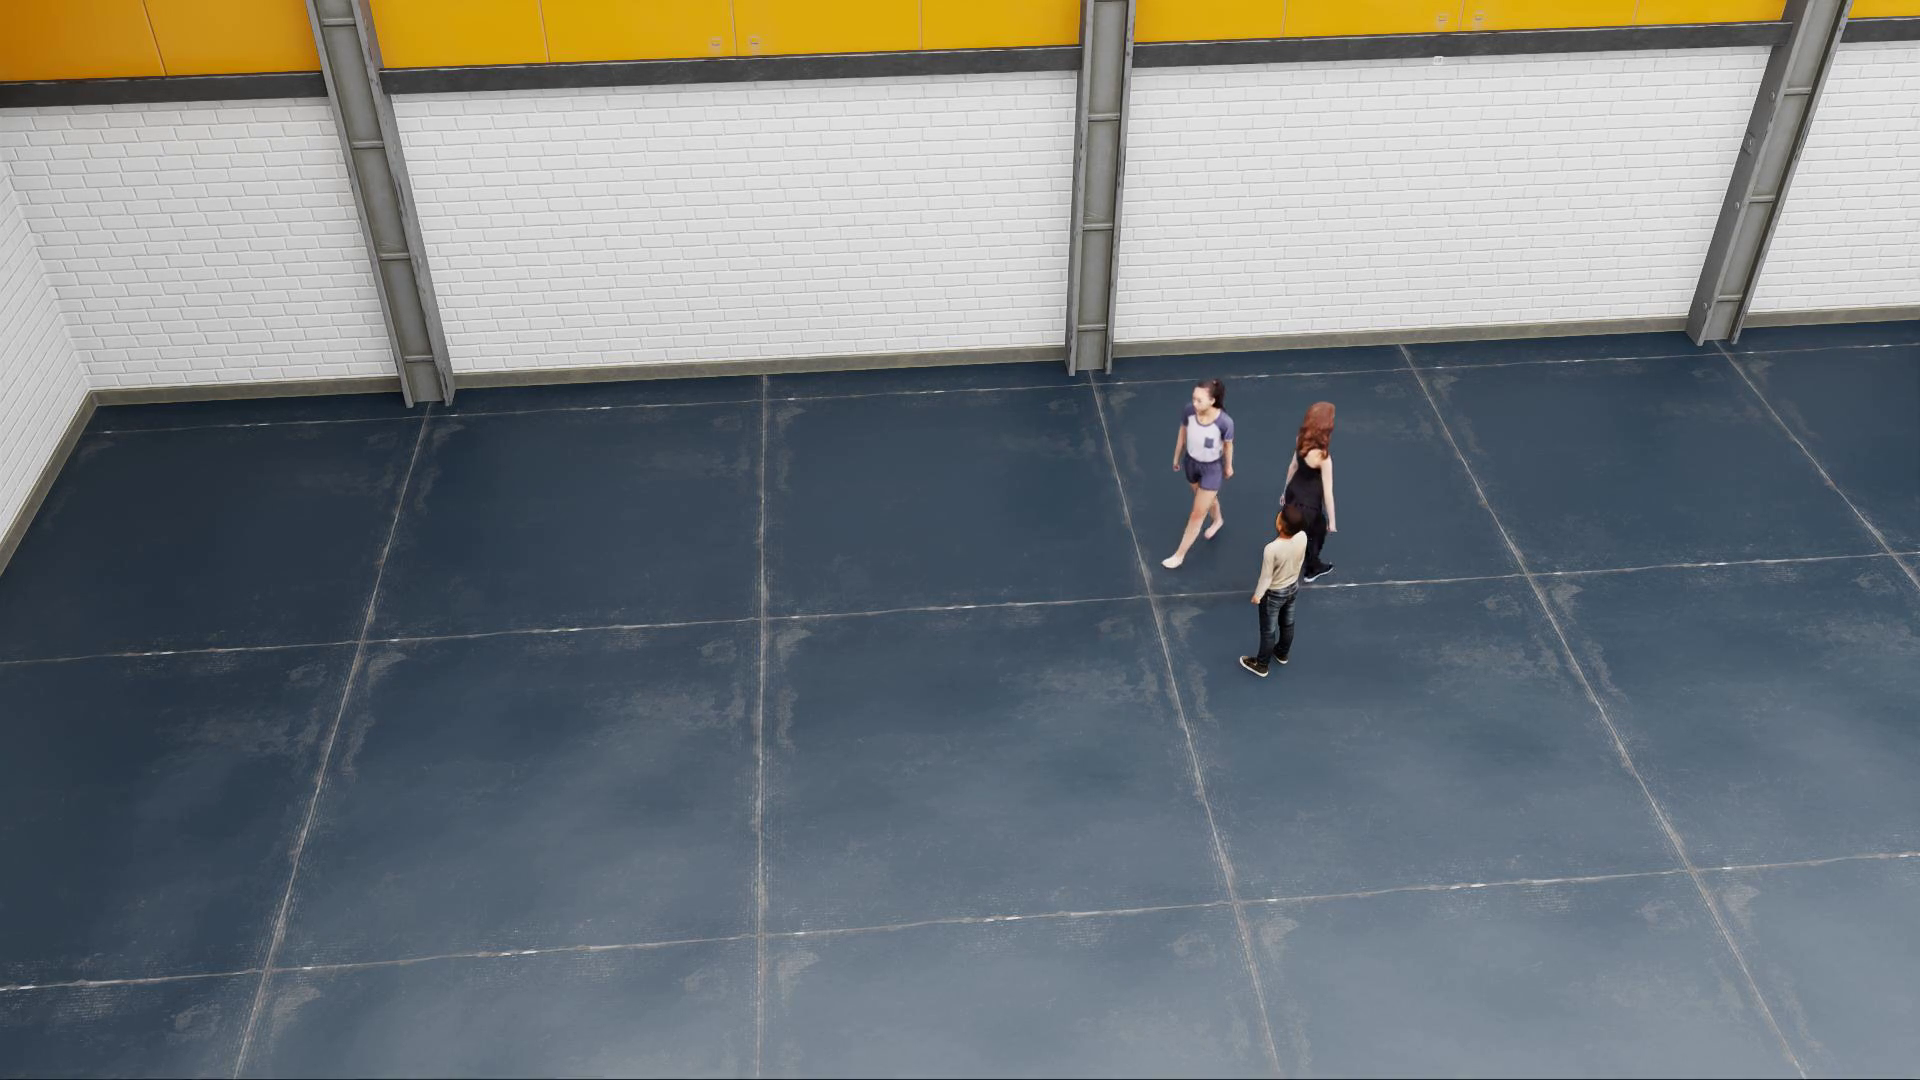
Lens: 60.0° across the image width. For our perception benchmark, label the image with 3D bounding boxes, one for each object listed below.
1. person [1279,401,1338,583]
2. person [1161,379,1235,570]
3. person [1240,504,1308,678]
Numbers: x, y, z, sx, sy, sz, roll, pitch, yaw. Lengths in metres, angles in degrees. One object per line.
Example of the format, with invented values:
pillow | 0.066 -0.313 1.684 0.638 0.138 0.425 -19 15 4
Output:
person | 2.465 -0.245 12.371 0.984 1.714 0.793 -13 40 -16
person | 1.942 -0.575 12.875 1.120 1.601 1.008 -32 48 -33
person | 2.273 0.349 11.828 0.589 1.465 0.685 -24 44 -27
